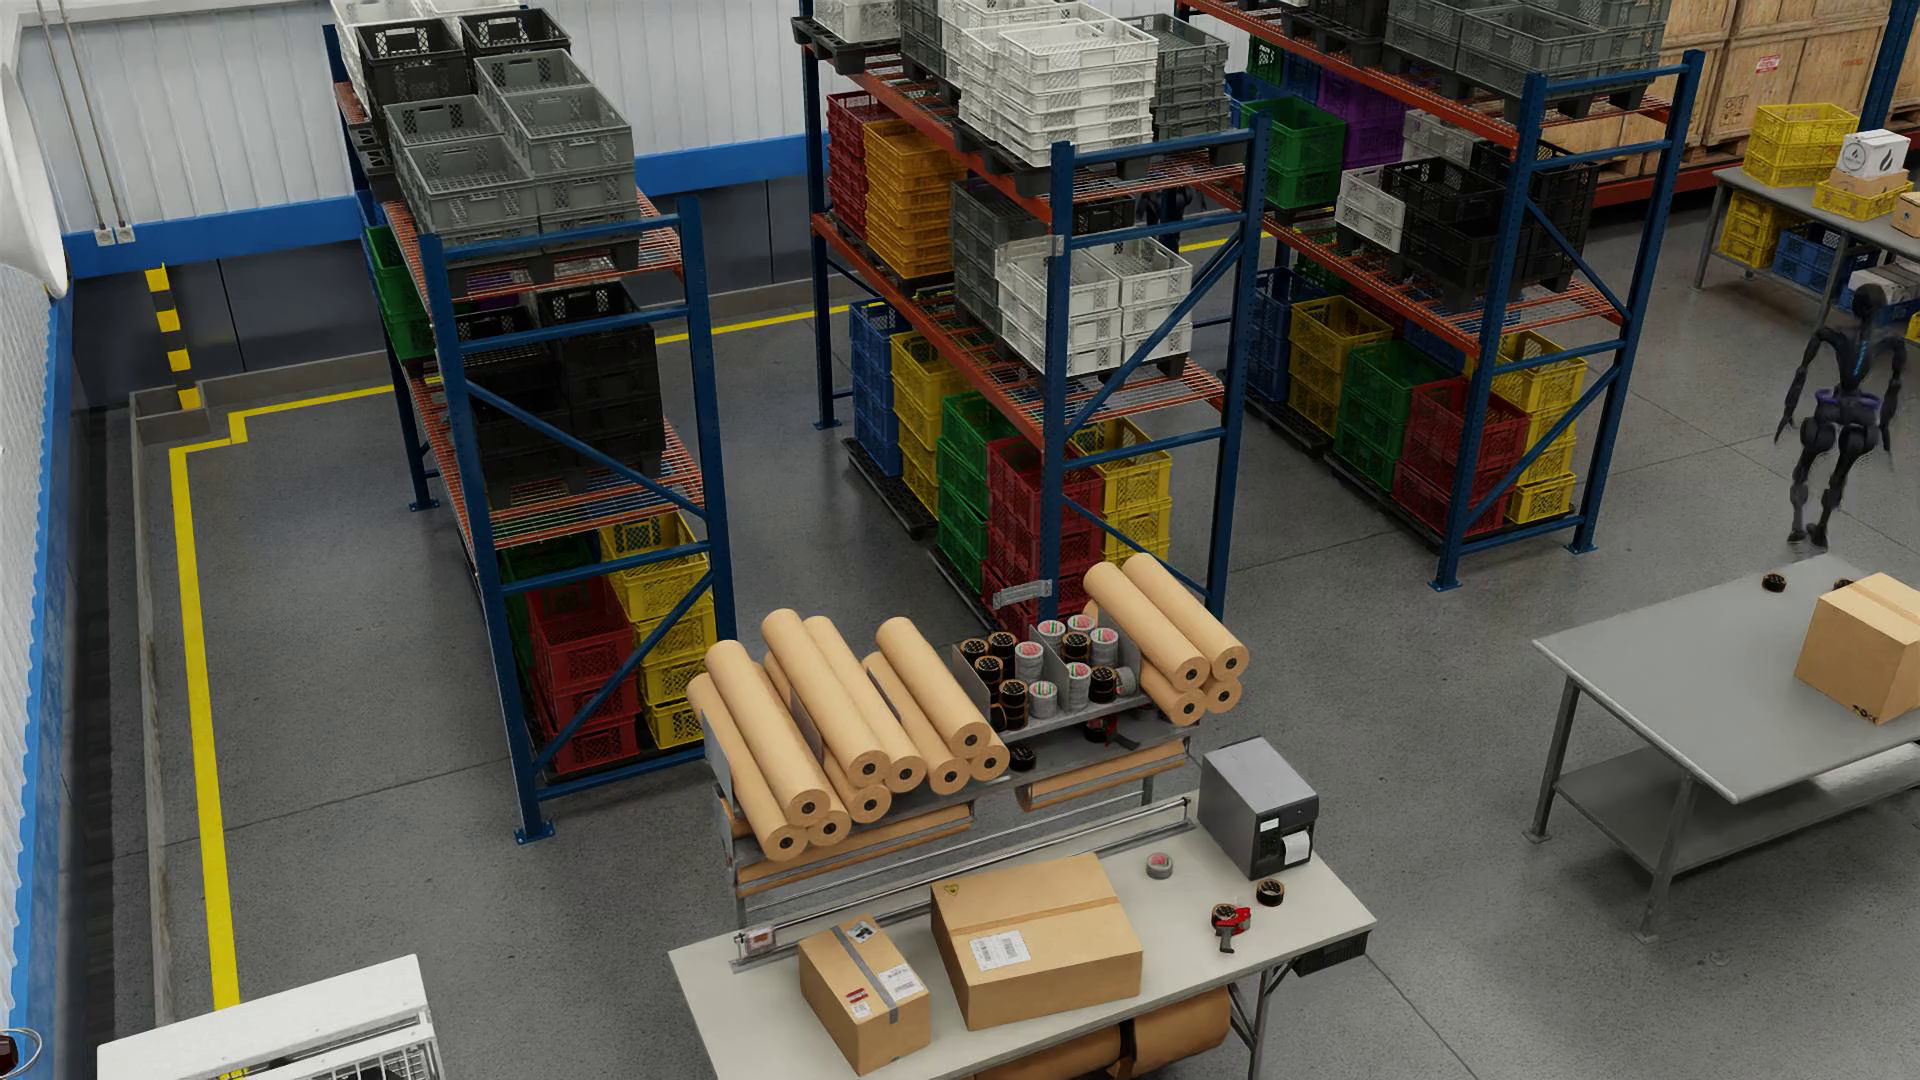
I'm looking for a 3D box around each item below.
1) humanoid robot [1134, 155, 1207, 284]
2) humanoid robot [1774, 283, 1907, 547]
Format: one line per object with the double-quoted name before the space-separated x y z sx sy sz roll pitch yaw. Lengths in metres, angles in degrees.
"humanoid robot" 1.652 -2.754 13.086 0.599 1.657 0.331 -13 34 -20
"humanoid robot" 5.176 -0.713 9.784 0.645 1.633 0.465 9 33 15
